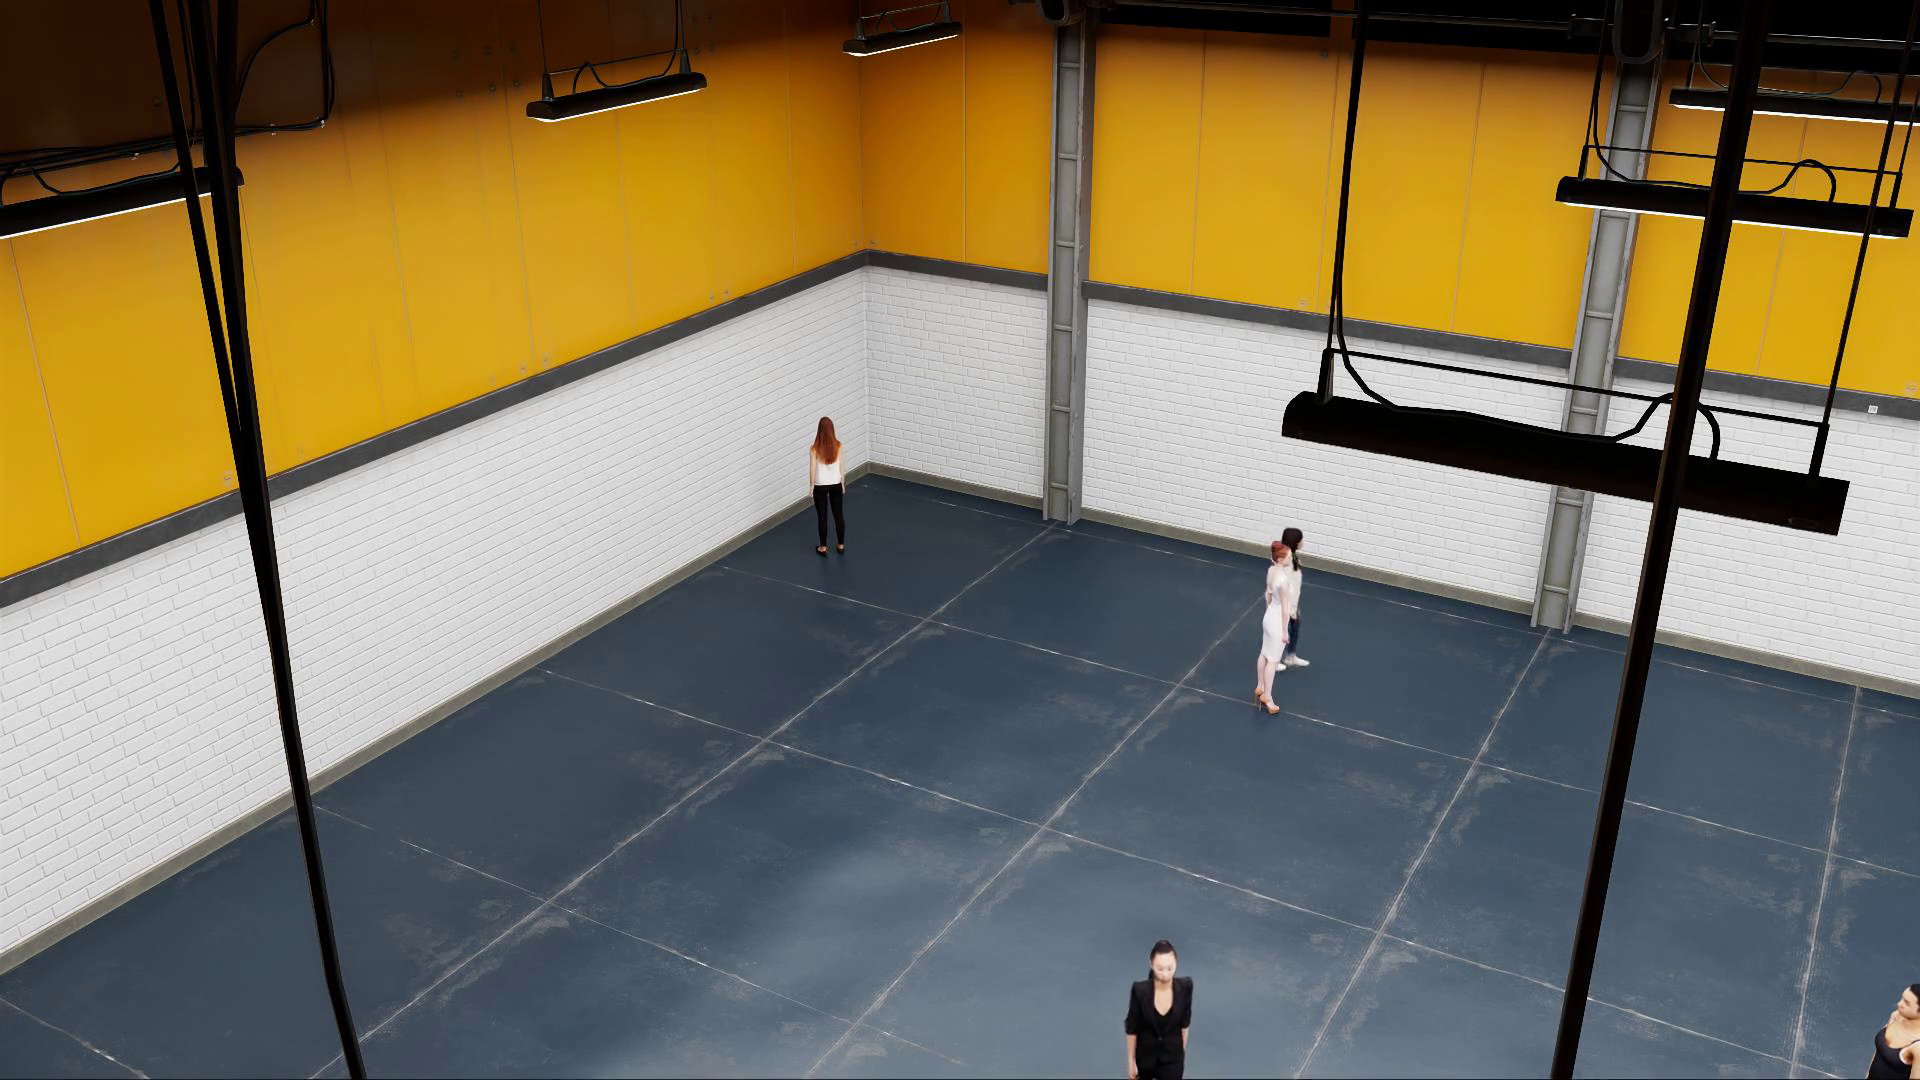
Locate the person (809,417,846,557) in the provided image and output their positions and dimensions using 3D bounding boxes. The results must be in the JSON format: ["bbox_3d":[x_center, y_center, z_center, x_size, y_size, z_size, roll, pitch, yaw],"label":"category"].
[{"bbox_3d":[-1.553,-0.637,19.627,0.648,1.722,0.696,-8,25,-17],"label":"person"}]

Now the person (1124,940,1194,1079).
[{"bbox_3d":[1.251,3.268,10.768,0.958,1.664,0.937,0,24,0],"label":"person"}]

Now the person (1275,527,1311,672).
[{"bbox_3d":[3.211,0.613,16.898,0.836,1.619,0.766,3,24,7],"label":"person"}]

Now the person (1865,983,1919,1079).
[{"bbox_3d":[5.752,3.451,10.266,0.685,1.729,0.661,0,24,1],"label":"person"}]

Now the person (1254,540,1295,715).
[{"bbox_3d":[3.055,0.834,16.175,0.681,1.793,0.644,-4,24,-8],"label":"person"}]
